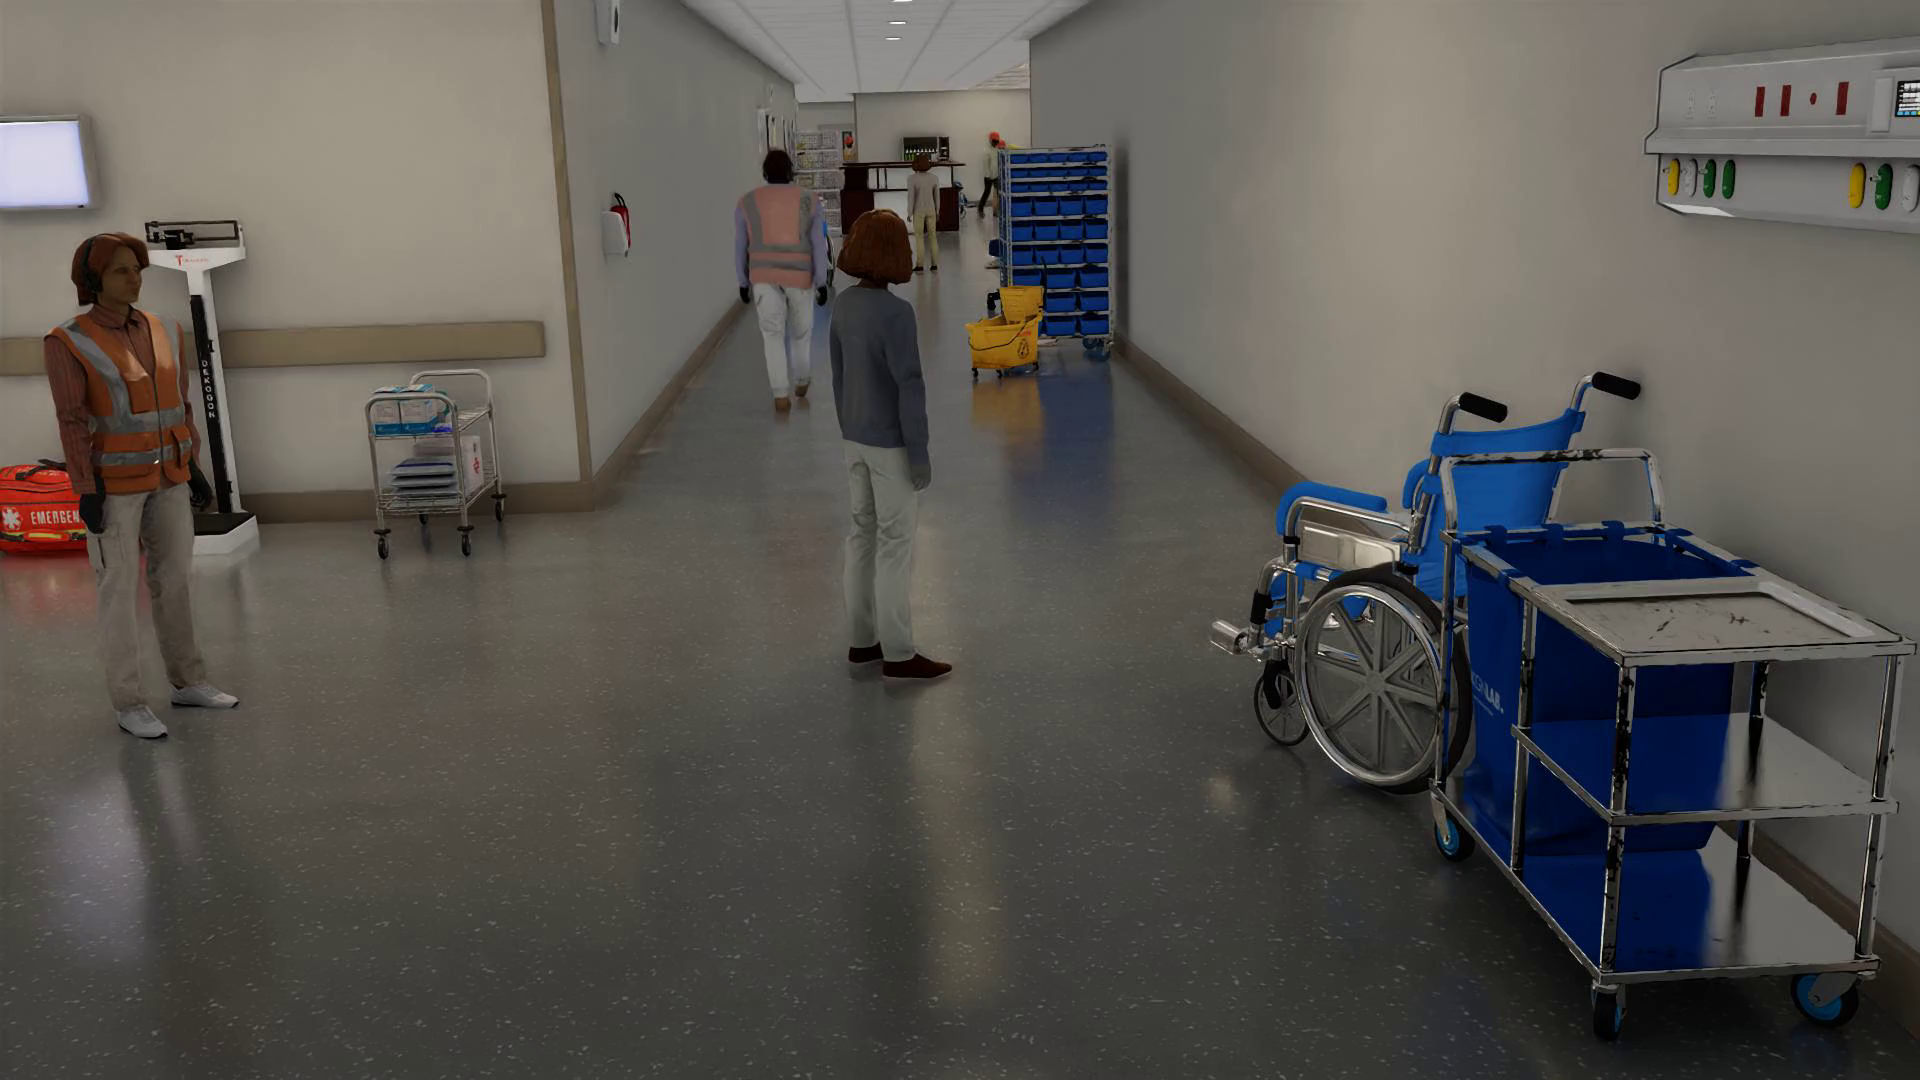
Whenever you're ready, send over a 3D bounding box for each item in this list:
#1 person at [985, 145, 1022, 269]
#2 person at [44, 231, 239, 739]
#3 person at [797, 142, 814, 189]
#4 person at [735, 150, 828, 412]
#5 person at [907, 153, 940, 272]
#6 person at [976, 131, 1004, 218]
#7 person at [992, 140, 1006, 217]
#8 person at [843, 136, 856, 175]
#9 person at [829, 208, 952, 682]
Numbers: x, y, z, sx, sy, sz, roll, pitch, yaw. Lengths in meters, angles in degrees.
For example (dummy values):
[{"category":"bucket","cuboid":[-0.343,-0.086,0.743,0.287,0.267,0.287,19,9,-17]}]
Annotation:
[{"category":"person","cuboid":[0.709,-4.640,23.248,0.682,1.715,0.532,-3,14,-4]},{"category":"person","cuboid":[-2.707,-0.182,5.481,0.307,1.644,0.514,4,15,21]},{"category":"person","cuboid":[-3.565,-8.107,37.792,0.598,1.823,0.409,-14,18,-41]},{"category":"person","cuboid":[-1.265,-1.855,11.859,0.654,1.794,0.927,-3,14,-4]},{"category":"person","cuboid":[-0.512,-4.587,23.340,0.507,1.636,0.275,-9,15,-27]},{"category":"person","cuboid":[0.711,-8.217,37.475,0.598,1.950,1.005,-10,16,-32]},{"category":"person","cuboid":[0.935,-8.338,38.357,0.354,1.743,0.565,9,17,38]},{"category":"person","cuboid":[-3.310,-11.235,50.377,0.542,1.931,0.376,6,15,27]},{"category":"person","cuboid":[-0.261,-0.322,5.787,0.278,1.633,0.507,-10,16,-32]}]
